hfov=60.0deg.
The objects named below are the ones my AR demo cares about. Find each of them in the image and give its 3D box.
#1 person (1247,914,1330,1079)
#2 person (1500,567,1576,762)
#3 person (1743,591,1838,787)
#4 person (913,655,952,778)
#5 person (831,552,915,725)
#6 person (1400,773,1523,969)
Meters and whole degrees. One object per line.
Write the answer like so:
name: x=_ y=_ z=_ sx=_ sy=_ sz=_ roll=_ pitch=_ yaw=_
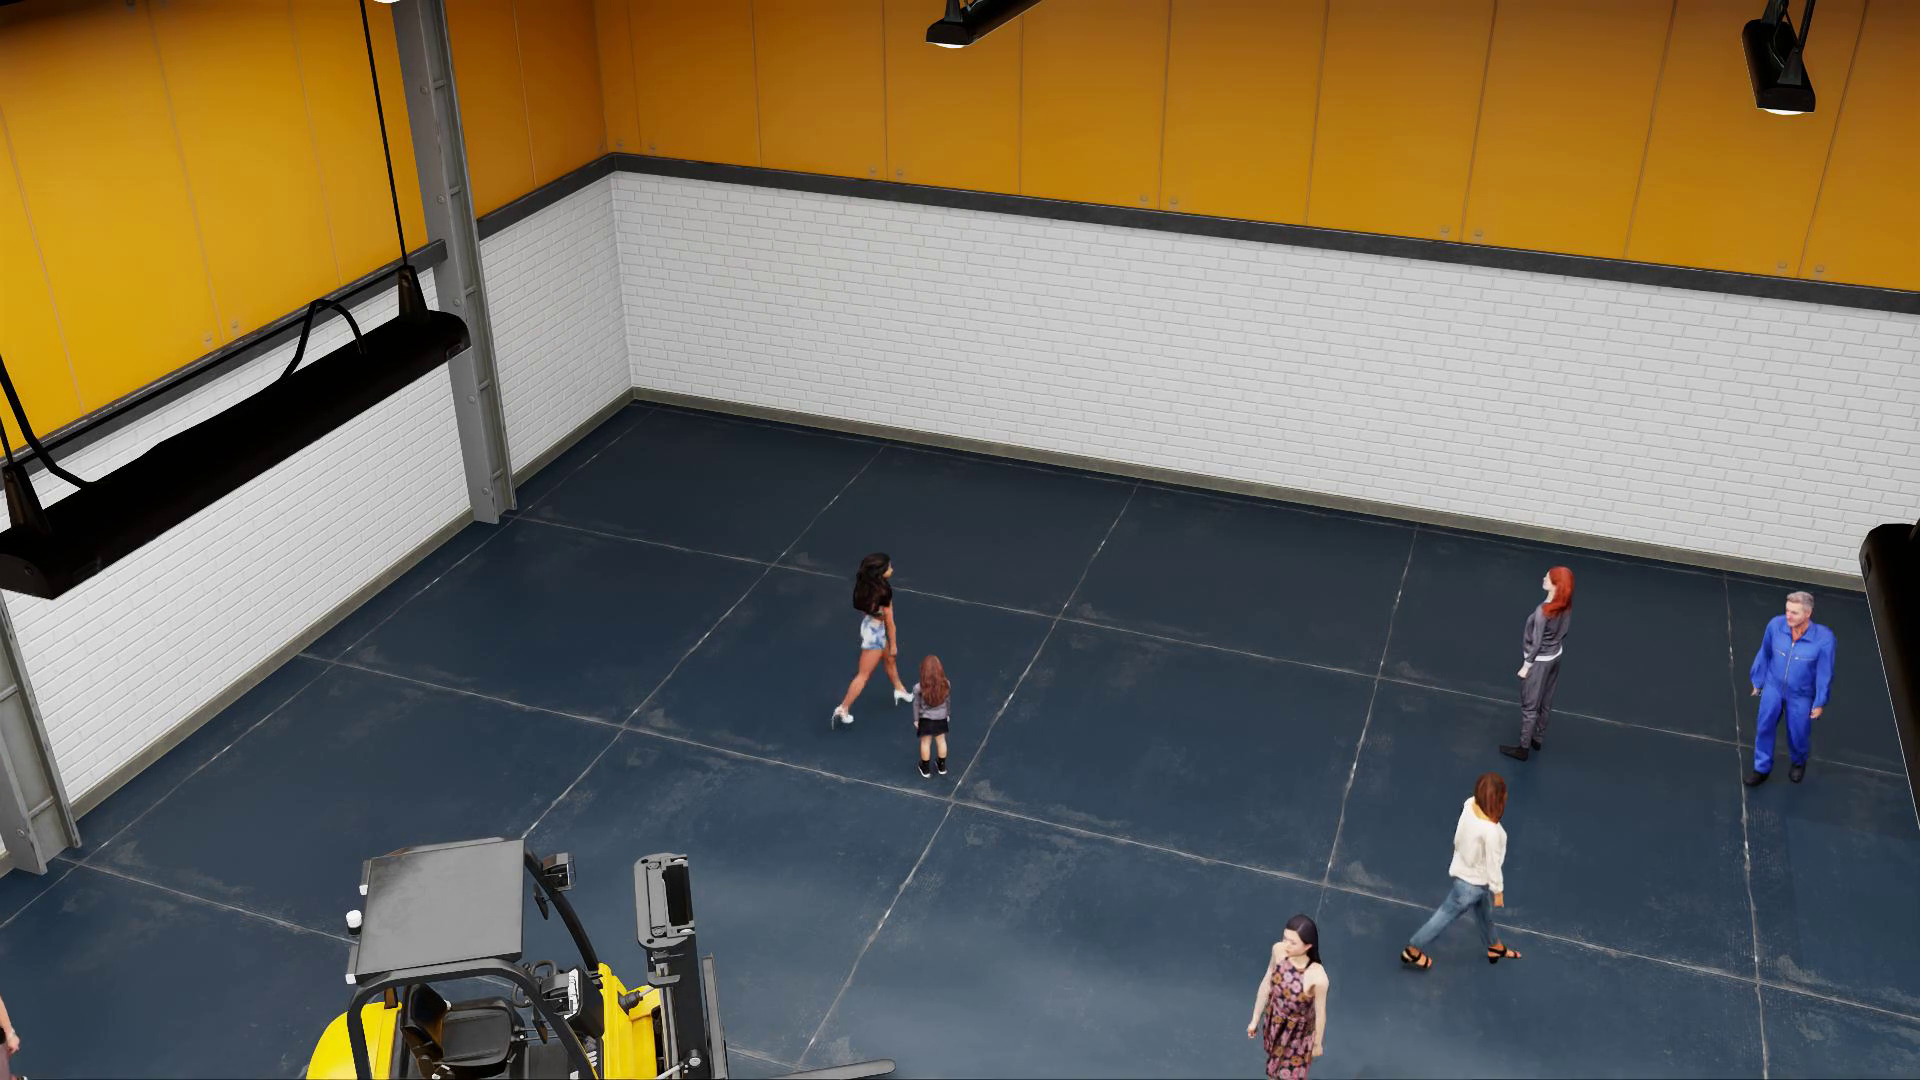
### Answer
person: x=2.049 y=2.922 z=10.001 sx=0.878 sy=1.756 sz=0.813 roll=-18 pitch=33 yaw=-29
person: x=4.730 y=0.992 z=13.517 sx=0.608 sy=1.778 sz=0.715 roll=-22 pitch=35 yaw=-34
person: x=6.610 y=1.169 z=13.164 sx=0.949 sy=1.804 sz=1.001 roll=24 pitch=37 yaw=37
person: x=-0.225 y=1.412 z=13.448 sx=0.529 sy=1.107 sz=0.579 roll=-10 pitch=30 yaw=-18
person: x=-0.778 y=0.867 z=13.950 sx=1.076 sy=1.582 sz=0.997 roll=-14 pitch=31 yaw=-23
person: x=3.376 y=2.297 z=11.275 sx=0.943 sy=1.633 sz=1.103 roll=0 pitch=29 yaw=0
